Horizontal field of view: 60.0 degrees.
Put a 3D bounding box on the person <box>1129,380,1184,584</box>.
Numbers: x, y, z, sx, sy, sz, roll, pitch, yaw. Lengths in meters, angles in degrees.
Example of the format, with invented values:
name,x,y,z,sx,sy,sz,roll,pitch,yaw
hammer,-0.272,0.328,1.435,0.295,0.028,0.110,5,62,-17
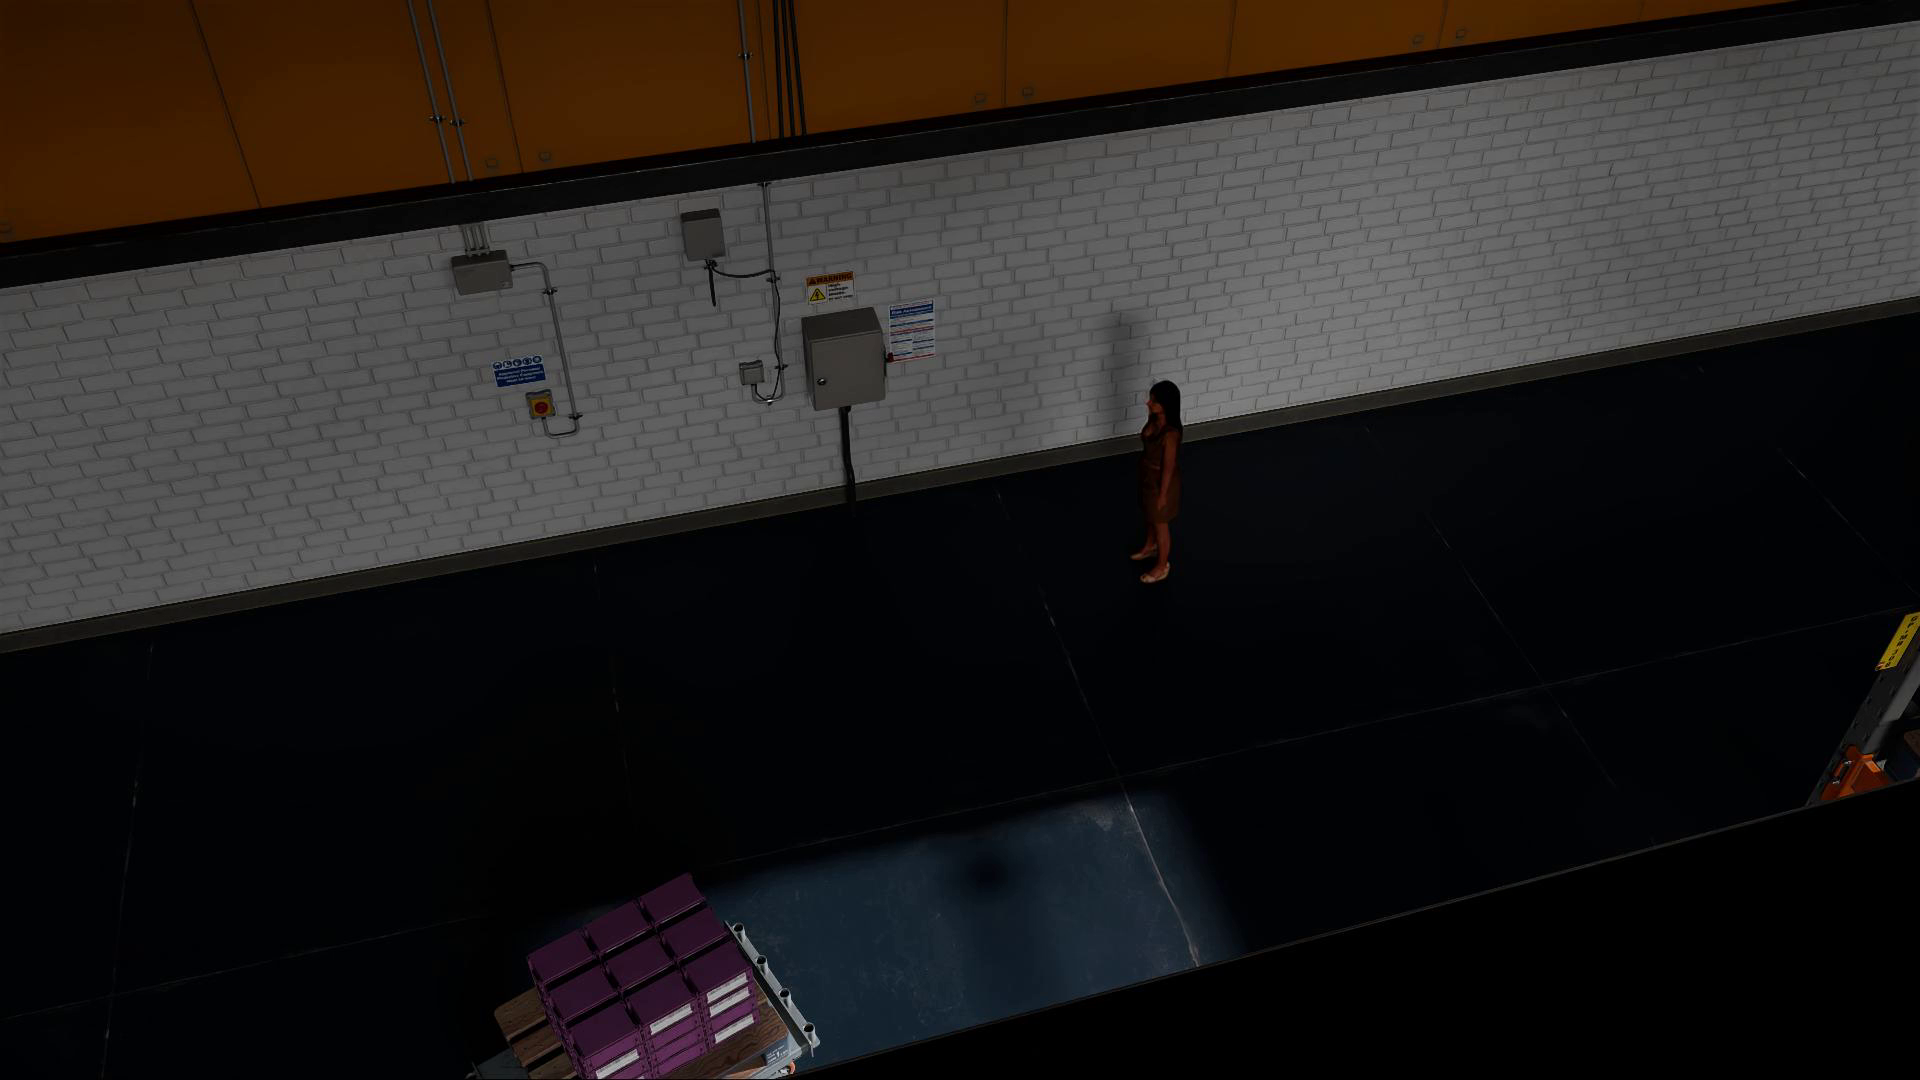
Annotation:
name,x,y,z,sx,sy,sz,roll,pitch,yaw
person,1.353,-0.406,11.290,0.610,1.686,0.440,-9,44,-10
